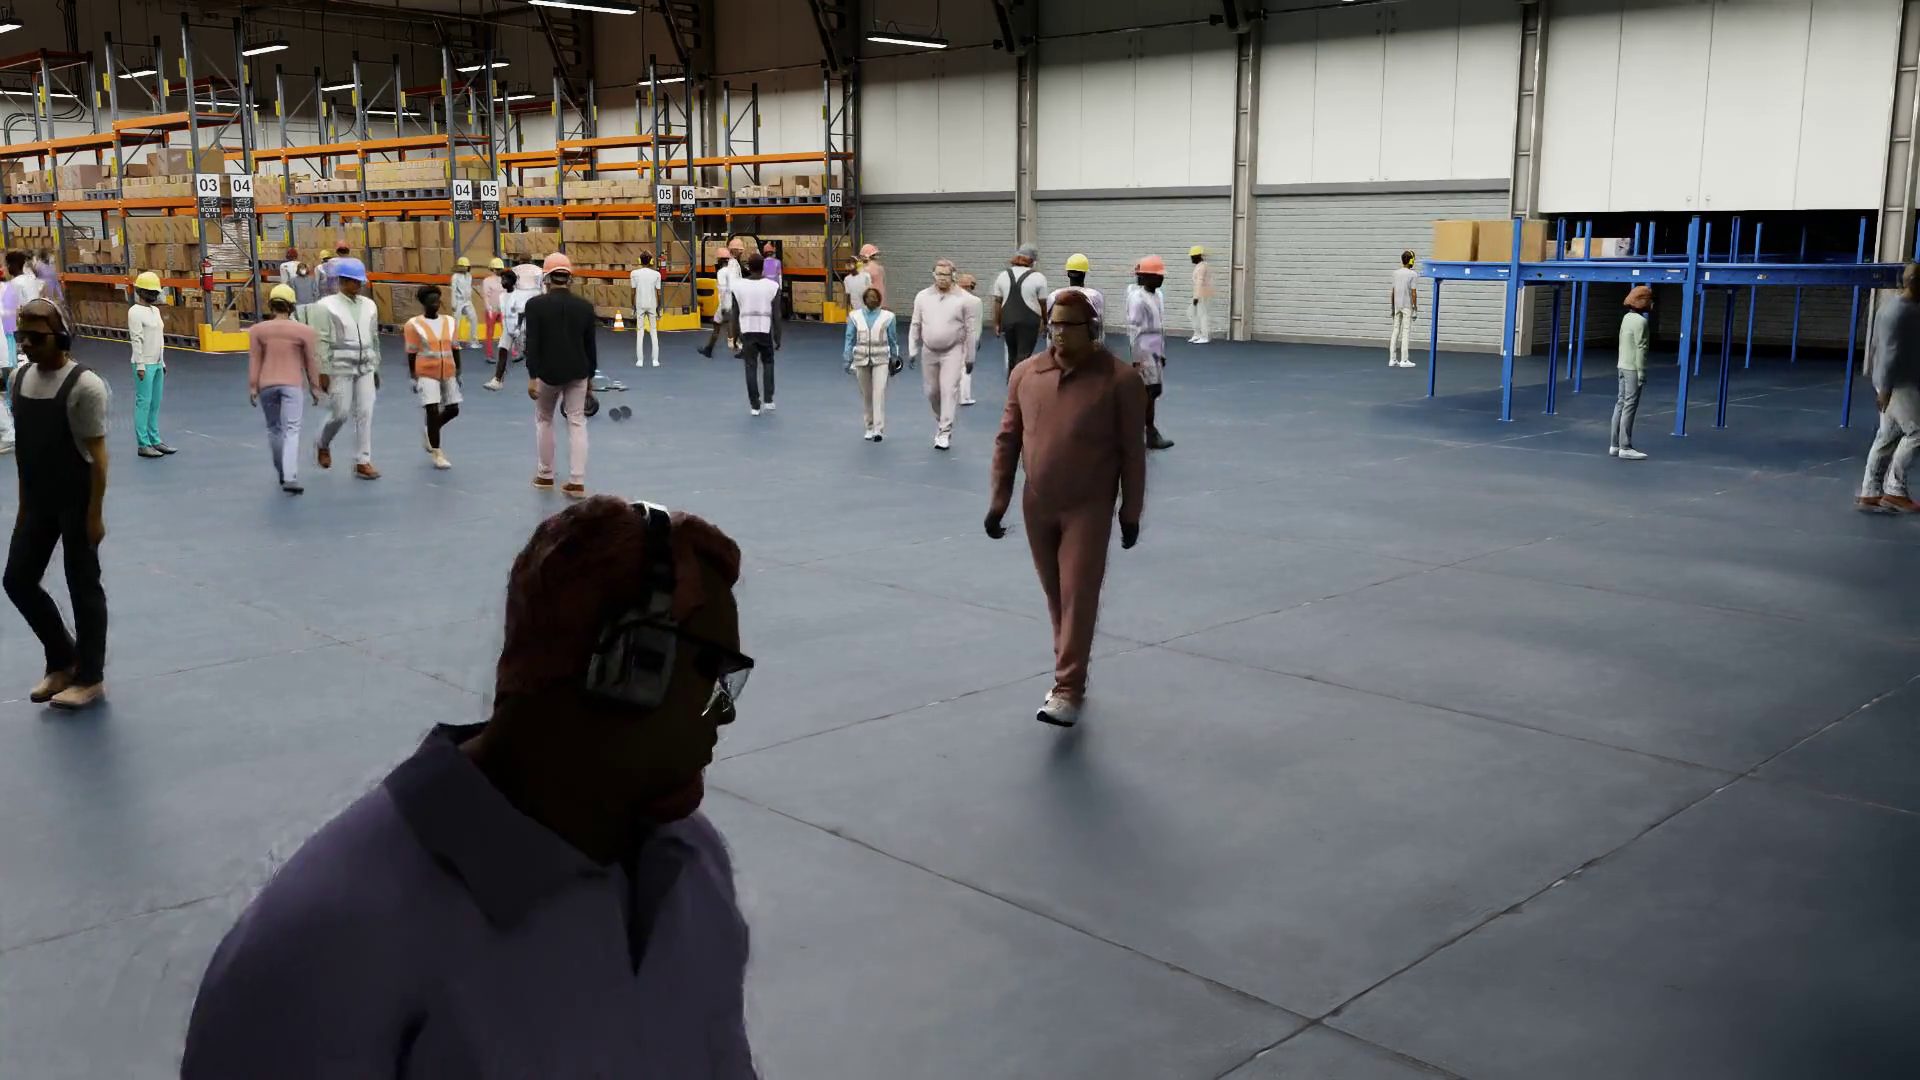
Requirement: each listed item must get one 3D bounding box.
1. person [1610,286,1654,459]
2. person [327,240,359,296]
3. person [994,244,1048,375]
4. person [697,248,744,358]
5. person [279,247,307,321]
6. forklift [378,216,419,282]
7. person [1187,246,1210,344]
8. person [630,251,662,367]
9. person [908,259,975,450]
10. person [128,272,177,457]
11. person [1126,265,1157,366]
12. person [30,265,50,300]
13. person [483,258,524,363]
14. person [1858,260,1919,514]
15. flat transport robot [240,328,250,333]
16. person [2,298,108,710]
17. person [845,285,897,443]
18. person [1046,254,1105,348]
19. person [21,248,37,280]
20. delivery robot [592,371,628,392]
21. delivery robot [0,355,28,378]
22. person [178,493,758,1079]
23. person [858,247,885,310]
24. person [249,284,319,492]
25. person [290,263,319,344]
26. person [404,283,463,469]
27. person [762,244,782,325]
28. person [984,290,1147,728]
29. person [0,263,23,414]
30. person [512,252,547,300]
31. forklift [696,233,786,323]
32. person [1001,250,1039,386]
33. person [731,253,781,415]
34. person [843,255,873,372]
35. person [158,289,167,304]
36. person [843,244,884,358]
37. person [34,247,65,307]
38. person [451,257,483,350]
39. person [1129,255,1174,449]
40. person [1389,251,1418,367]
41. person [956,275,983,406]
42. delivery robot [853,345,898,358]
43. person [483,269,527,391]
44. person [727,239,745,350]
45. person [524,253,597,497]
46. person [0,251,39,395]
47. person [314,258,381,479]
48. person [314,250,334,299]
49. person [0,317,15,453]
[{"bbox_3d":[6.444,-1.608,15.905,0.279,1.631,0.504,1,10,3],"label":"person"},{"bbox_3d":[-12.439,-5.047,33.626,0.622,2.019,0.830,-7,13,-35],"label":"person"},{"bbox_3d":[0.854,-2.767,21.234,0.701,2.000,0.914,6,12,29],"label":"person"},{"bbox_3d":[-4.071,-4.086,28.735,1.008,1.878,0.569,5,11,25],"label":"person"},{"bbox_3d":[-13.403,-4.954,33.527,0.581,1.872,0.439,-9,14,-40],"label":"person"},{"bbox_3d":[-17.868,-9.201,54.028,1.873,2.768,1.129,-10,14,-44],"label":"forklift"},{"bbox_3d":[4.660,-4.803,32.609,0.557,1.905,0.586,0,10,-1],"label":"person"},{"bbox_3d":[-5.091,-3.750,26.986,0.500,1.862,0.331,-2,11,-11],"label":"person"},{"bbox_3d":[-0.178,-1.877,16.728,0.665,1.886,0.788,3,11,17],"label":"person"},{"bbox_3d":[-7.777,-1.689,16.011,0.331,1.759,0.533,0,10,-2],"label":"person"},{"bbox_3d":[2.861,-3.473,26.007,0.531,1.667,0.826,4,11,23],"label":"person"},{"bbox_3d":[-16.044,-3.960,28.832,0.531,1.586,0.885,-3,11,-18],"label":"person"},{"bbox_3d":[-7.599,-3.770,27.445,0.904,1.721,0.526,10,14,42],"label":"person"},{"bbox_3d":[7.198,-1.143,12.586,0.631,1.917,0.665,8,13,39],"label":"person"},{"bbox_3d":[-14.631,-4.195,33.849,0.652,0.197,1.431,-10,14,-44],"label":"flat transport robot"},{"bbox_3d":[-4.013,-0.147,7.381,0.551,1.835,0.433,3,11,16],"label":"person"},{"bbox_3d":[-0.913,-1.799,17.052,0.512,1.596,0.828,1,10,8],"label":"person"},{"bbox_3d":[1.136,-1.828,16.301,0.585,1.928,0.370,4,11,18],"label":"person"},{"bbox_3d":[-15.675,-3.911,27.760,0.883,1.901,0.637,-5,12,-26],"label":"person"},{"bbox_3d":[-4.220,-1.851,19.318,0.698,0.223,0.335,3,11,14],"label":"delivery robot"},{"bbox_3d":[-13.570,-2.510,23.627,0.477,0.478,0.707,0,10,-1],"label":"delivery robot"},{"bbox_3d":[-0.393,0.900,1.597,0.413,1.875,0.731,6,12,28],"label":"person"},{"bbox_3d":[-1.490,-4.000,28.207,0.403,1.906,0.651,8,13,38],"label":"person"},{"bbox_3d":[-5.645,-1.272,13.898,0.531,1.705,0.896,-2,11,-10],"label":"person"},{"bbox_3d":[-12.376,-4.433,31.413,0.523,1.584,0.834,-5,11,-24],"label":"person"},{"bbox_3d":[-4.869,-1.519,15.302,0.596,1.686,0.538,10,15,44],"label":"person"},{"bbox_3d":[-4.353,-5.821,38.098,0.564,1.919,0.567,-1,10,-6],"label":"person"},{"bbox_3d":[0.412,-0.133,7.222,0.656,1.872,0.908,6,12,30],"label":"person"},{"bbox_3d":[-11.355,-2.395,19.626,0.570,1.841,0.373,-10,14,-42],"label":"person"},{"bbox_3d":[-7.887,-4.360,30.459,0.641,1.806,0.873,-2,11,-11],"label":"person"},{"bbox_3d":[-5.496,-6.489,41.108,2.313,2.155,1.214,-10,14,-44],"label":"forklift"},{"bbox_3d":[0.821,-3.012,22.787,0.607,1.922,0.782,0,10,2],"label":"person"},{"bbox_3d":[-2.436,-2.469,19.908,0.594,1.895,0.732,-1,10,-6],"label":"person"},{"bbox_3d":[-1.555,-3.484,25.677,0.593,1.796,0.977,7,13,34],"label":"person"},{"bbox_3d":[-22.263,-7.205,46.035,0.979,1.784,0.639,-3,11,-18],"label":"person"},{"bbox_3d":[-1.571,-3.876,27.401,0.969,1.952,0.616,3,11,13],"label":"person"},{"bbox_3d":[-16.590,-4.374,30.276,0.835,1.893,0.719,1,10,4],"label":"person"},{"bbox_3d":[-9.183,-4.372,30.798,0.744,1.700,0.494,6,12,31],"label":"person"},{"bbox_3d":[1.829,-1.890,16.672,0.693,1.923,0.560,6,12,30],"label":"person"},{"bbox_3d":[7.183,-3.735,26.896,0.313,1.864,0.513,-8,13,-37],"label":"person"},{"bbox_3d":[0.052,-2.507,20.864,0.522,1.613,0.370,6,12,31],"label":"person"},{"bbox_3d":[-1.313,-2.912,25.824,0.707,0.478,0.477,-8,13,-39],"label":"delivery robot"},{"bbox_3d":[-6.086,-2.860,22.696,0.545,1.646,0.889,7,12,32],"label":"person"},{"bbox_3d":[-4.174,-4.577,30.986,0.393,2.039,0.613,-2,11,-11],"label":"person"},{"bbox_3d":[-3.292,-1.351,13.624,0.648,1.956,0.827,-7,12,-33],"label":"person"},{"bbox_3d":[-12.535,-2.902,22.245,1.050,1.904,0.609,1,10,5],"label":"person"},{"bbox_3d":[-5.394,-1.511,14.587,0.657,1.923,0.614,8,13,36],"label":"person"},{"bbox_3d":[-13.841,-5.466,36.517,0.831,1.801,0.597,10,14,44],"label":"person"},{"bbox_3d":[-9.476,-1.711,15.929,0.602,1.826,0.988,5,11,23],"label":"person"}]
